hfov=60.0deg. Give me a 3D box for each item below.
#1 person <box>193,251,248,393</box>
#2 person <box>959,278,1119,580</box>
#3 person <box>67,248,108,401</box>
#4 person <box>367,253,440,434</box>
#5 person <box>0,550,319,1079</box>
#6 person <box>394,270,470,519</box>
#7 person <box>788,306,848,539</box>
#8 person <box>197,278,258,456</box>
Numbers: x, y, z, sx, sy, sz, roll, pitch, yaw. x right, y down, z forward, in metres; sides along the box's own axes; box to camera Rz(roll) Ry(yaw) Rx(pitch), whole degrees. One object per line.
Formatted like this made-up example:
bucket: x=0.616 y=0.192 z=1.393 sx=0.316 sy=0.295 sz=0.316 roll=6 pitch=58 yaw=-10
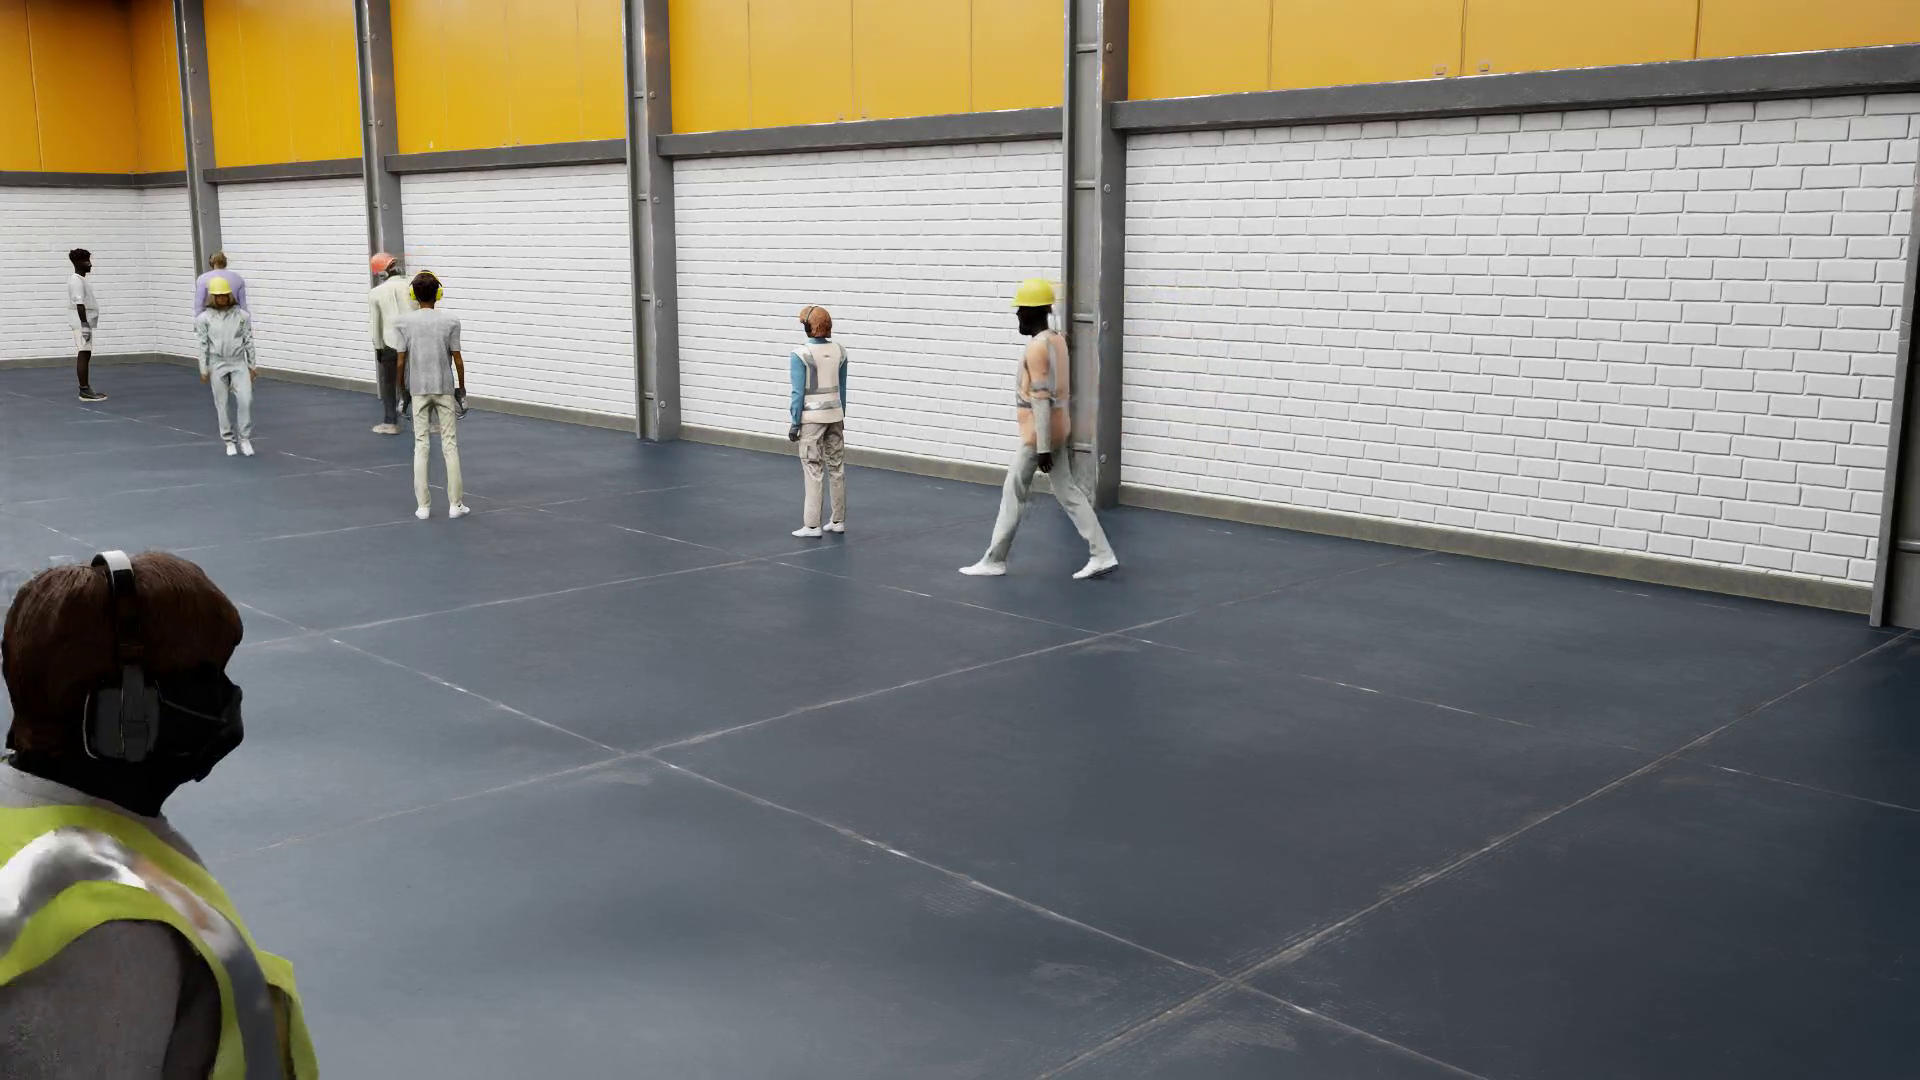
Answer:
person: x=-10.114 y=-2.970 z=22.706 sx=0.793 sy=1.911 sz=0.654 roll=9 pitch=13 yaw=39
person: x=0.529 y=-0.672 z=10.289 sx=1.011 sy=1.886 sz=0.599 roll=4 pitch=11 yaw=20
person: x=-11.329 y=-2.782 z=21.516 sx=0.367 sy=1.967 sz=0.600 roll=-6 pitch=12 yaw=-29
person: x=-5.981 y=-2.105 z=17.913 sx=0.714 sy=1.944 sz=0.379 roll=-2 pitch=11 yaw=-9
person: x=-1.051 y=0.902 z=1.934 sx=0.960 sy=1.798 sz=0.629 roll=-8 pitch=13 yaw=-38
person: x=-3.981 y=-1.092 z=12.552 sx=0.515 sy=1.876 sz=0.328 roll=-2 pitch=11 yaw=-11
person: x=-0.995 y=-0.829 z=11.760 sx=0.307 sy=1.641 sz=0.511 roll=9 pitch=14 yaw=41
person: x=-7.035 y=-1.652 z=15.998 sx=0.521 sy=1.716 sz=0.675 roll=-6 pitch=12 yaw=-28
